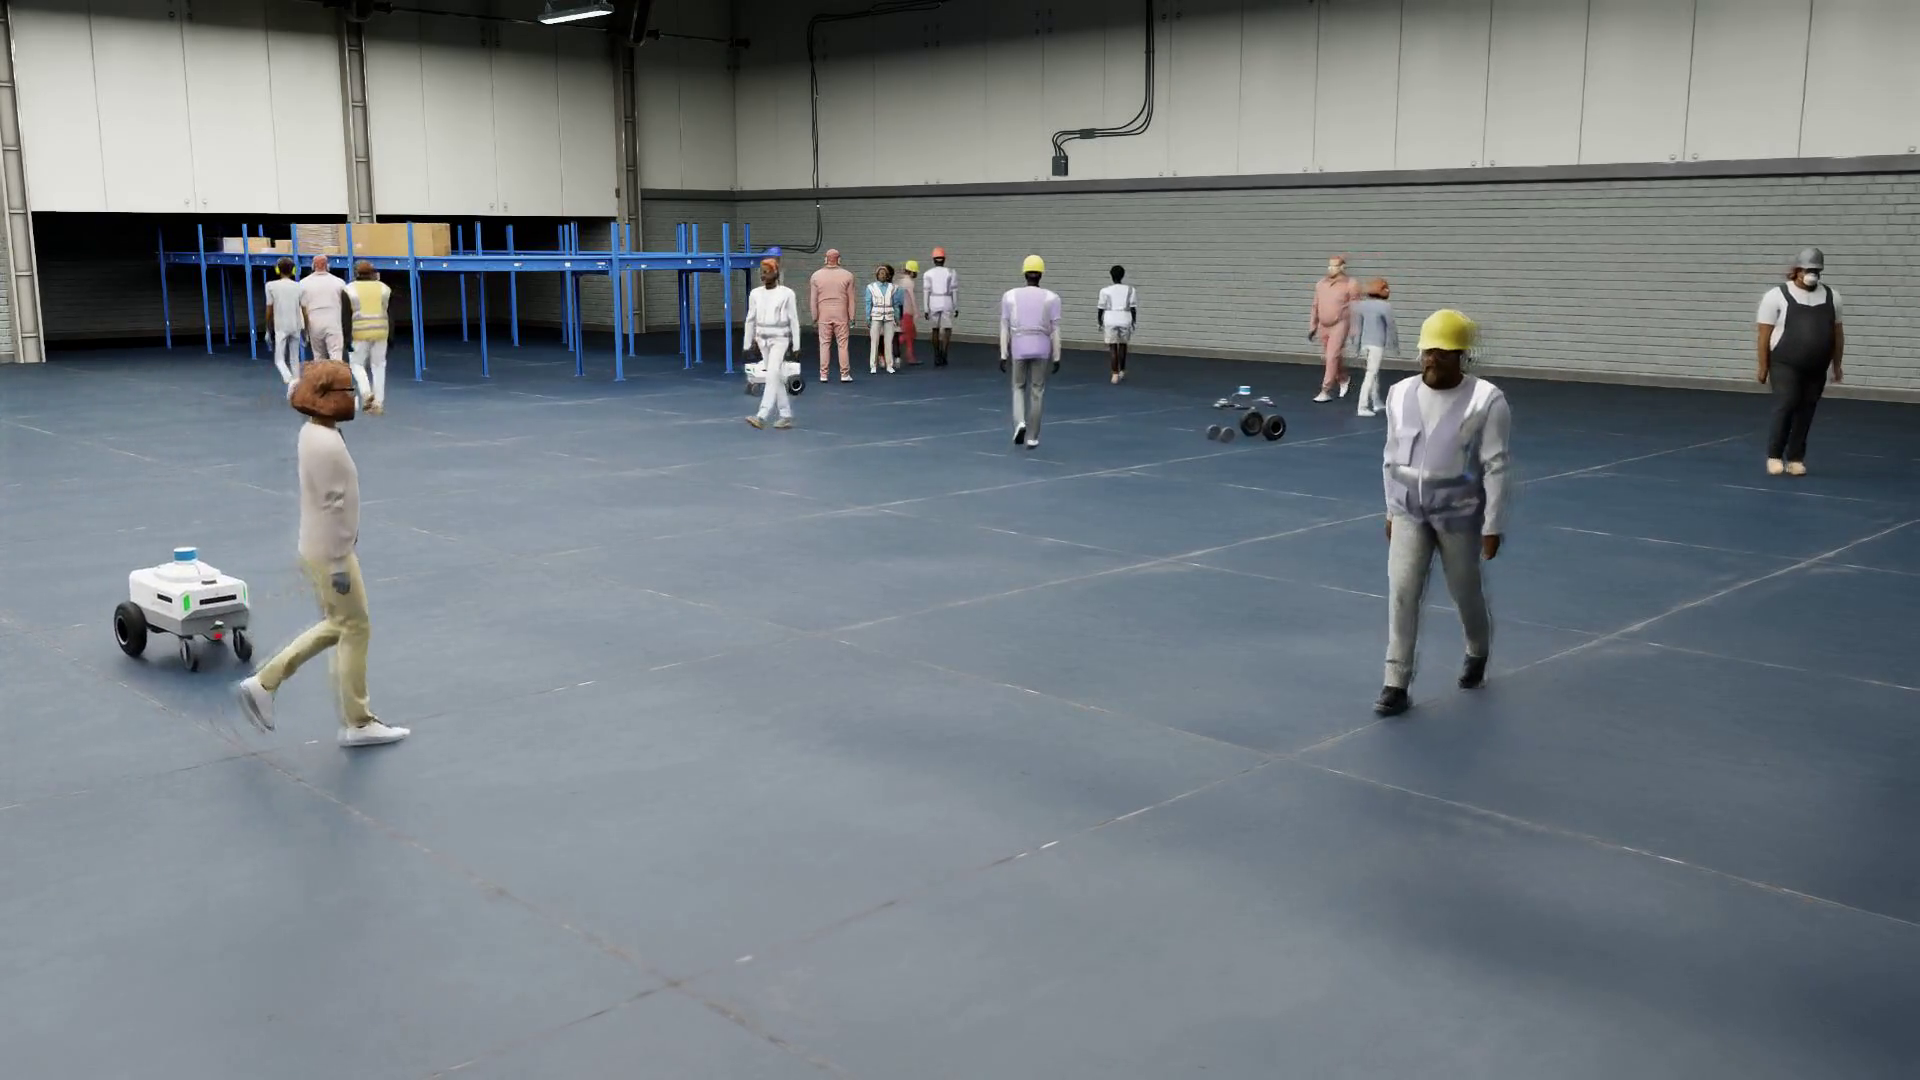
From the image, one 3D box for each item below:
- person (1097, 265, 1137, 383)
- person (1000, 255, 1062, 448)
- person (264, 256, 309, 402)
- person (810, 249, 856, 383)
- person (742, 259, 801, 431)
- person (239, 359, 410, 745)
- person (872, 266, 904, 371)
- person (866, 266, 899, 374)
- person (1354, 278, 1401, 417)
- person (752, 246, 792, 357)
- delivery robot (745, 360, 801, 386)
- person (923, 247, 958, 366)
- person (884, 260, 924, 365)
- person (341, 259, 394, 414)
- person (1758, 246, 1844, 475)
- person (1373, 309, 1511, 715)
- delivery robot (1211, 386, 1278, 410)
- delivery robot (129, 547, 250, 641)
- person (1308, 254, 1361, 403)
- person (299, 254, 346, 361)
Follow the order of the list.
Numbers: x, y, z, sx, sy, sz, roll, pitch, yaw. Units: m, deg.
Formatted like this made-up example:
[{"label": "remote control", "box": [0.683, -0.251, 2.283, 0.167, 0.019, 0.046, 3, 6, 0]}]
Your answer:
[{"label": "person", "box": [2.242, -3.115, 23.988, 0.557, 1.666, 0.734, -1, 10, -5]}, {"label": "person", "box": [0.707, -1.872, 16.573, 0.618, 1.912, 0.410, 1, 10, 7]}, {"label": "person", "box": [-8.444, -2.633, 20.887, 0.535, 1.853, 0.671, -7, 13, -34]}, {"label": "person", "box": [-1.822, -3.230, 24.009, 0.653, 1.906, 0.408, 0, 10, 1]}, {"label": "person", "box": [-2.110, -2.103, 18.025, 0.602, 1.838, 0.958, 6, 12, 31]}, {"label": "person", "box": [-2.653, 0.065, 6.854, 0.567, 1.620, 0.504, -5, 12, -25]}, {"label": "person", "box": [-1.140, -3.533, 26.409, 0.524, 1.631, 0.890, -1, 10, -4]}, {"label": "person", "box": [-1.194, -3.381, 25.561, 0.522, 1.640, 0.305, -3, 11, -16]}, {"label": "person", "box": [4.947, -2.261, 19.538, 0.734, 1.605, 0.498, -6, 12, -29]}, {"label": "person", "box": [-3.329, -4.200, 29.270, 0.778, 1.923, 0.609, 10, 14, 44]}, {"label": "delivery robot", "box": [-2.508, -2.266, 22.297, 0.707, 0.478, 0.477, -5, 12, -26]}, {"label": "person", "box": [-0.315, -3.779, 26.960, 0.572, 1.918, 0.640, 0, 10, 3]}, {"label": "person", "box": [-0.919, -3.678, 26.966, 0.684, 1.718, 0.546, -3, 11, -14]}, {"label": "person", "box": [-7.049, -2.420, 19.828, 0.628, 1.827, 0.448, -8, 13, -36]}, {"label": "person", "box": [7.426, -1.556, 14.627, 0.686, 2.000, 0.613, 0, 10, 0]}, {"label": "person", "box": [2.217, -0.154, 7.559, 0.605, 1.798, 0.897, 8, 13, 37]}, {"label": "delivery robot", "box": [2.974, -1.489, 17.356, 0.698, 0.223, 0.335, -5, 11, -23]}, {"label": "delivery robot", "box": [-3.904, 0.280, 8.415, 0.707, 0.478, 0.477, 9, 14, 42]}, {"label": "person", "box": [4.833, -2.734, 21.384, 0.866, 1.880, 0.648, -9, 14, -40]}, {"label": "person", "box": [-8.403, -2.847, 22.033, 0.658, 1.870, 0.941, -3, 11, -18]}]
